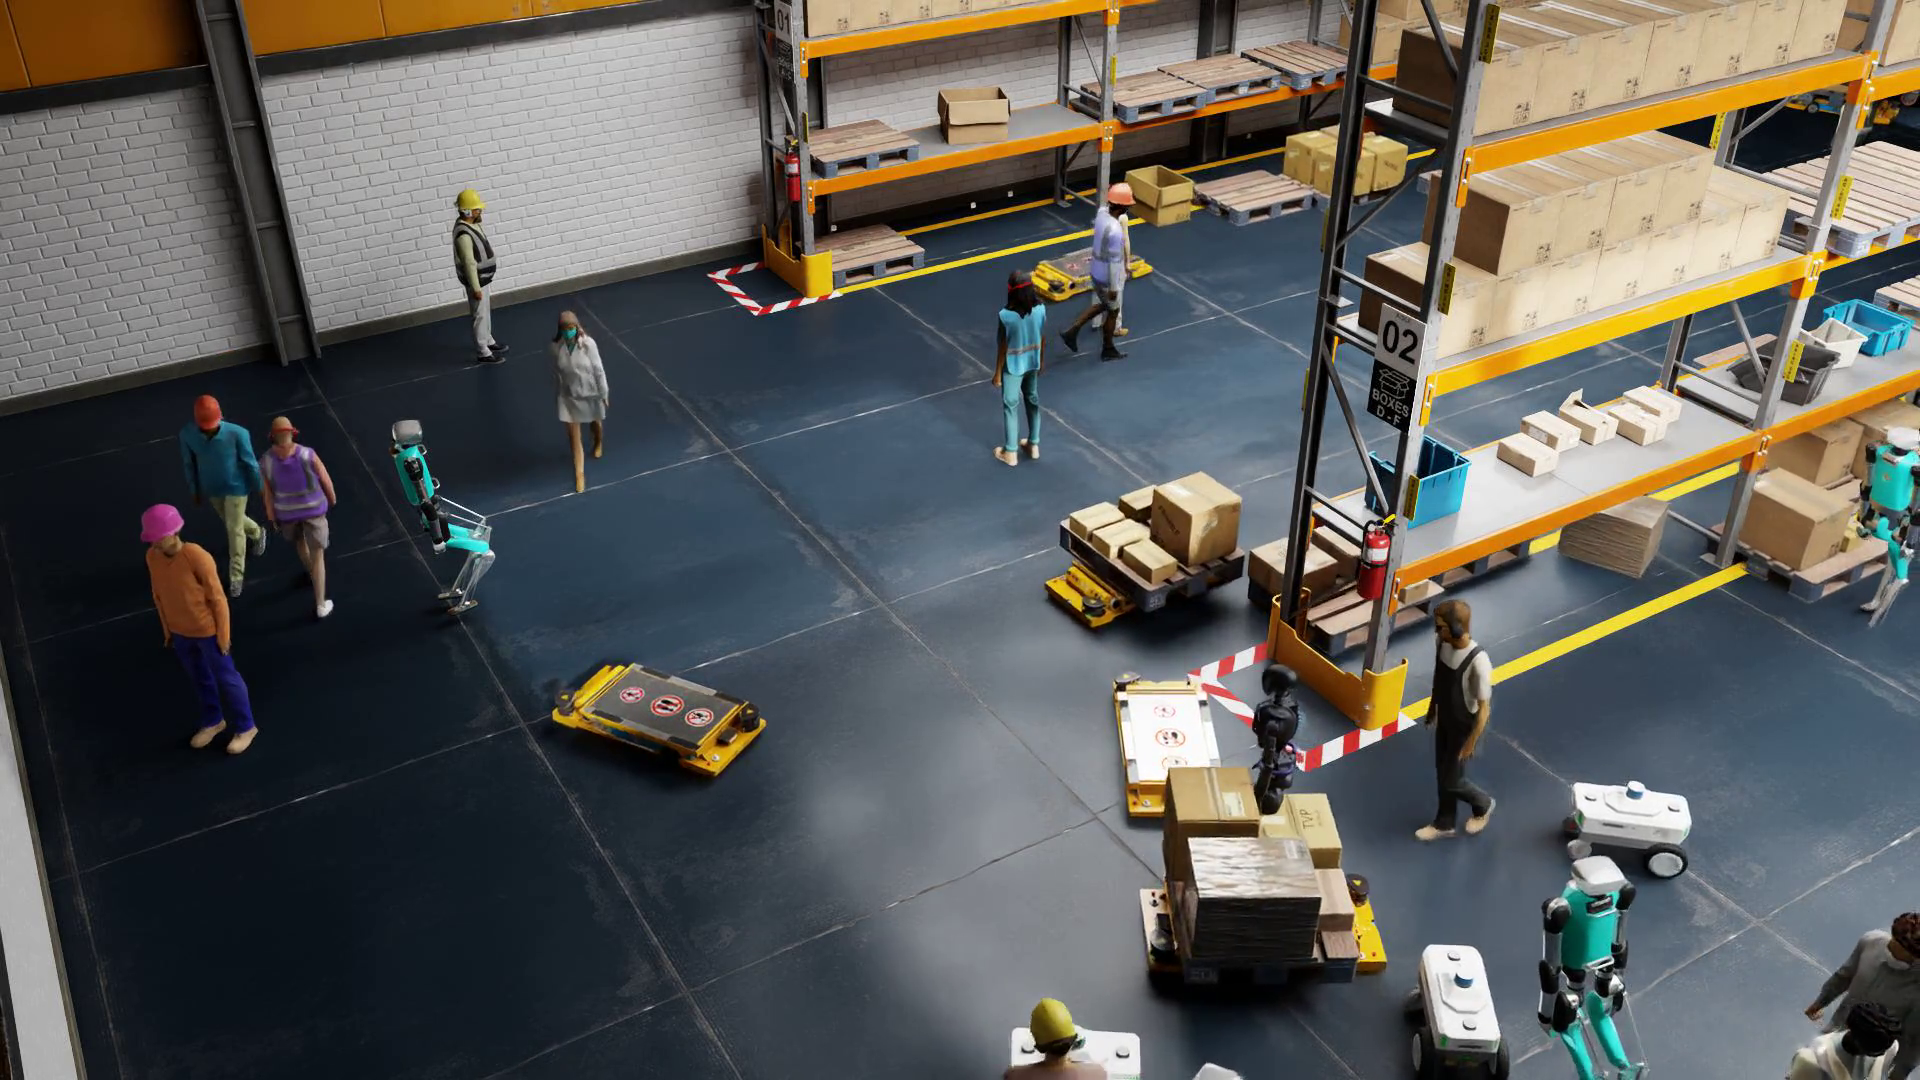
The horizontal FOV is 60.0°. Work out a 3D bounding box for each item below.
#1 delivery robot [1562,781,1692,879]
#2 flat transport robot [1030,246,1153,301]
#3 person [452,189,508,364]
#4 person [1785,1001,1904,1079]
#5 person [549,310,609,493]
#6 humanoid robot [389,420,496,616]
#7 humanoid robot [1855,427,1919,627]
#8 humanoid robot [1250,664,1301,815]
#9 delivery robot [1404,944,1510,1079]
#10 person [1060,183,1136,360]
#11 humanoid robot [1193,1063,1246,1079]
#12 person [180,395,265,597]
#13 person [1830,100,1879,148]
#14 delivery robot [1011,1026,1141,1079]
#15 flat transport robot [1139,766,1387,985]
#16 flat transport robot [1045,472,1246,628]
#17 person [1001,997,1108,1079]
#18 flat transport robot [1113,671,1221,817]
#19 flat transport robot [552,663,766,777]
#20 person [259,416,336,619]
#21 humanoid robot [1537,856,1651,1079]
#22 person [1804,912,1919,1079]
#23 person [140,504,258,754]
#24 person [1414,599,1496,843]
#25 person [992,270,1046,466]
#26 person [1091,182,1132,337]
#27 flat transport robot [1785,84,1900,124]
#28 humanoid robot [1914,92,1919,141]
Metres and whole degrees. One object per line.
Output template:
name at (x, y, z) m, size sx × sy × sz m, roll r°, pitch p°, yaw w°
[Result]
delivery robot at (4.387, 1.851, 10.881) m, size 0.812 × 0.614 × 0.499 m, roll 6°, pitch 33°, yaw 10°
flat transport robot at (1.450, -3.073, 18.985) m, size 1.431 × 0.231 × 0.659 m, roll -21°, pitch 38°, yaw -29°
person at (-4.895, -2.676, 16.893) m, size 0.403 × 1.825 × 0.589 m, roll -5°, pitch 32°, yaw -7°
person at (4.253, 2.855, 8.198) m, size 0.565 × 1.669 × 0.440 m, roll -5°, pitch 32°, yaw -8°
person at (-3.396, -1.325, 14.915) m, size 0.501 × 1.625 × 0.826 m, roll -4°, pitch 32°, yaw -6°
humanoid robot at (-3.935, -0.208, 12.911) m, size 0.735 × 1.675 × 0.533 m, roll -16°, pitch 35°, yaw -24°
humanoid robot at (7.298, -0.090, 12.911) m, size 0.803 × 1.833 × 0.530 m, roll -14°, pitch 35°, yaw -21°
humanoid robot at (1.877, 1.472, 10.414) m, size 0.415 × 1.654 × 0.609 m, roll 8°, pitch 33°, yaw 13°
delivery robot at (2.835, 2.714, 9.502) m, size 0.520 × 0.611 × 0.782 m, roll 3°, pitch 32°, yaw 4°
person at (1.424, -2.682, 16.828) m, size 0.659 × 1.909 × 0.556 m, roll -7°, pitch 33°, yaw -11°
humanoid robot at (0.944, 3.082, 7.828) m, size 0.674 × 1.836 × 0.552 m, roll 14°, pitch 35°, yaw 21°
person at (-5.934, -0.469, 13.491) m, size 0.584 × 1.695 × 0.836 m, roll 1°, pitch 32°, yaw 2°
person at (10.749, -4.719, 20.129) m, size 0.565 × 1.842 × 0.390 m, roll -17°, pitch 36°, yaw -25°
delivery robot at (0.641, 2.907, 9.150) m, size 0.737 × 0.564 × 0.499 m, roll 2°, pitch 32°, yaw 3°
flat transport robot at (1.861, 2.374, 10.298) m, size 1.431 × 0.231 × 0.659 m, roll 0°, pitch 32°, yaw -1°
flat transport robot at (1.467, 0.285, 13.630) m, size 1.431 × 0.231 × 0.659 m, roll -18°, pitch 37°, yaw -27°
person at (0.463, 2.963, 7.974) m, size 0.521 × 1.732 × 0.667 m, roll -5°, pitch 32°, yaw -8°
flat transport robot at (1.468, 1.436, 11.794) m, size 0.659 × 0.231 × 1.431 m, roll 0°, pitch 32°, yaw 0°
flat transport robot at (-2.188, 1.269, 12.059) m, size 1.431 × 0.231 × 0.659 m, roll 15°, pitch 35°, yaw 23°
person at (-5.191, -0.239, 13.163) m, size 0.477 × 1.651 × 0.834 m, roll -4°, pitch 32°, yaw -6°
humanoid robot at (3.341, 2.544, 8.678) m, size 0.534 × 1.798 × 0.798 m, roll -12°, pitch 34°, yaw -19°
person at (4.697, 2.522, 8.555) m, size 0.692 × 1.868 × 0.591 m, roll -8°, pitch 33°, yaw -12°
person at (-5.289, 0.607, 11.504) m, size 0.517 × 1.982 × 0.378 m, roll 8°, pitch 33°, yaw 12°
person at (3.240, 1.180, 10.763) m, size 0.537 × 1.799 × 0.560 m, roll -9°, pitch 33°, yaw -14°
person at (0.548, -1.556, 15.061) m, size 0.538 × 1.865 × 0.374 m, roll -18°, pitch 36°, yaw -26°
person at (1.591, -2.945, 17.471) m, size 0.464 × 1.657 × 0.271 m, roll 24°, pitch 39°, yaw 33°
flat transport robot at (12.828, -6.340, 24.195) m, size 1.431 × 0.231 × 0.659 m, roll 21°, pitch 38°, yaw 29°
humanoid robot at (13.503, -6.233, 22.706) m, size 0.604 × 1.646 × 0.459 m, roll 0°, pitch 32°, yaw 0°
